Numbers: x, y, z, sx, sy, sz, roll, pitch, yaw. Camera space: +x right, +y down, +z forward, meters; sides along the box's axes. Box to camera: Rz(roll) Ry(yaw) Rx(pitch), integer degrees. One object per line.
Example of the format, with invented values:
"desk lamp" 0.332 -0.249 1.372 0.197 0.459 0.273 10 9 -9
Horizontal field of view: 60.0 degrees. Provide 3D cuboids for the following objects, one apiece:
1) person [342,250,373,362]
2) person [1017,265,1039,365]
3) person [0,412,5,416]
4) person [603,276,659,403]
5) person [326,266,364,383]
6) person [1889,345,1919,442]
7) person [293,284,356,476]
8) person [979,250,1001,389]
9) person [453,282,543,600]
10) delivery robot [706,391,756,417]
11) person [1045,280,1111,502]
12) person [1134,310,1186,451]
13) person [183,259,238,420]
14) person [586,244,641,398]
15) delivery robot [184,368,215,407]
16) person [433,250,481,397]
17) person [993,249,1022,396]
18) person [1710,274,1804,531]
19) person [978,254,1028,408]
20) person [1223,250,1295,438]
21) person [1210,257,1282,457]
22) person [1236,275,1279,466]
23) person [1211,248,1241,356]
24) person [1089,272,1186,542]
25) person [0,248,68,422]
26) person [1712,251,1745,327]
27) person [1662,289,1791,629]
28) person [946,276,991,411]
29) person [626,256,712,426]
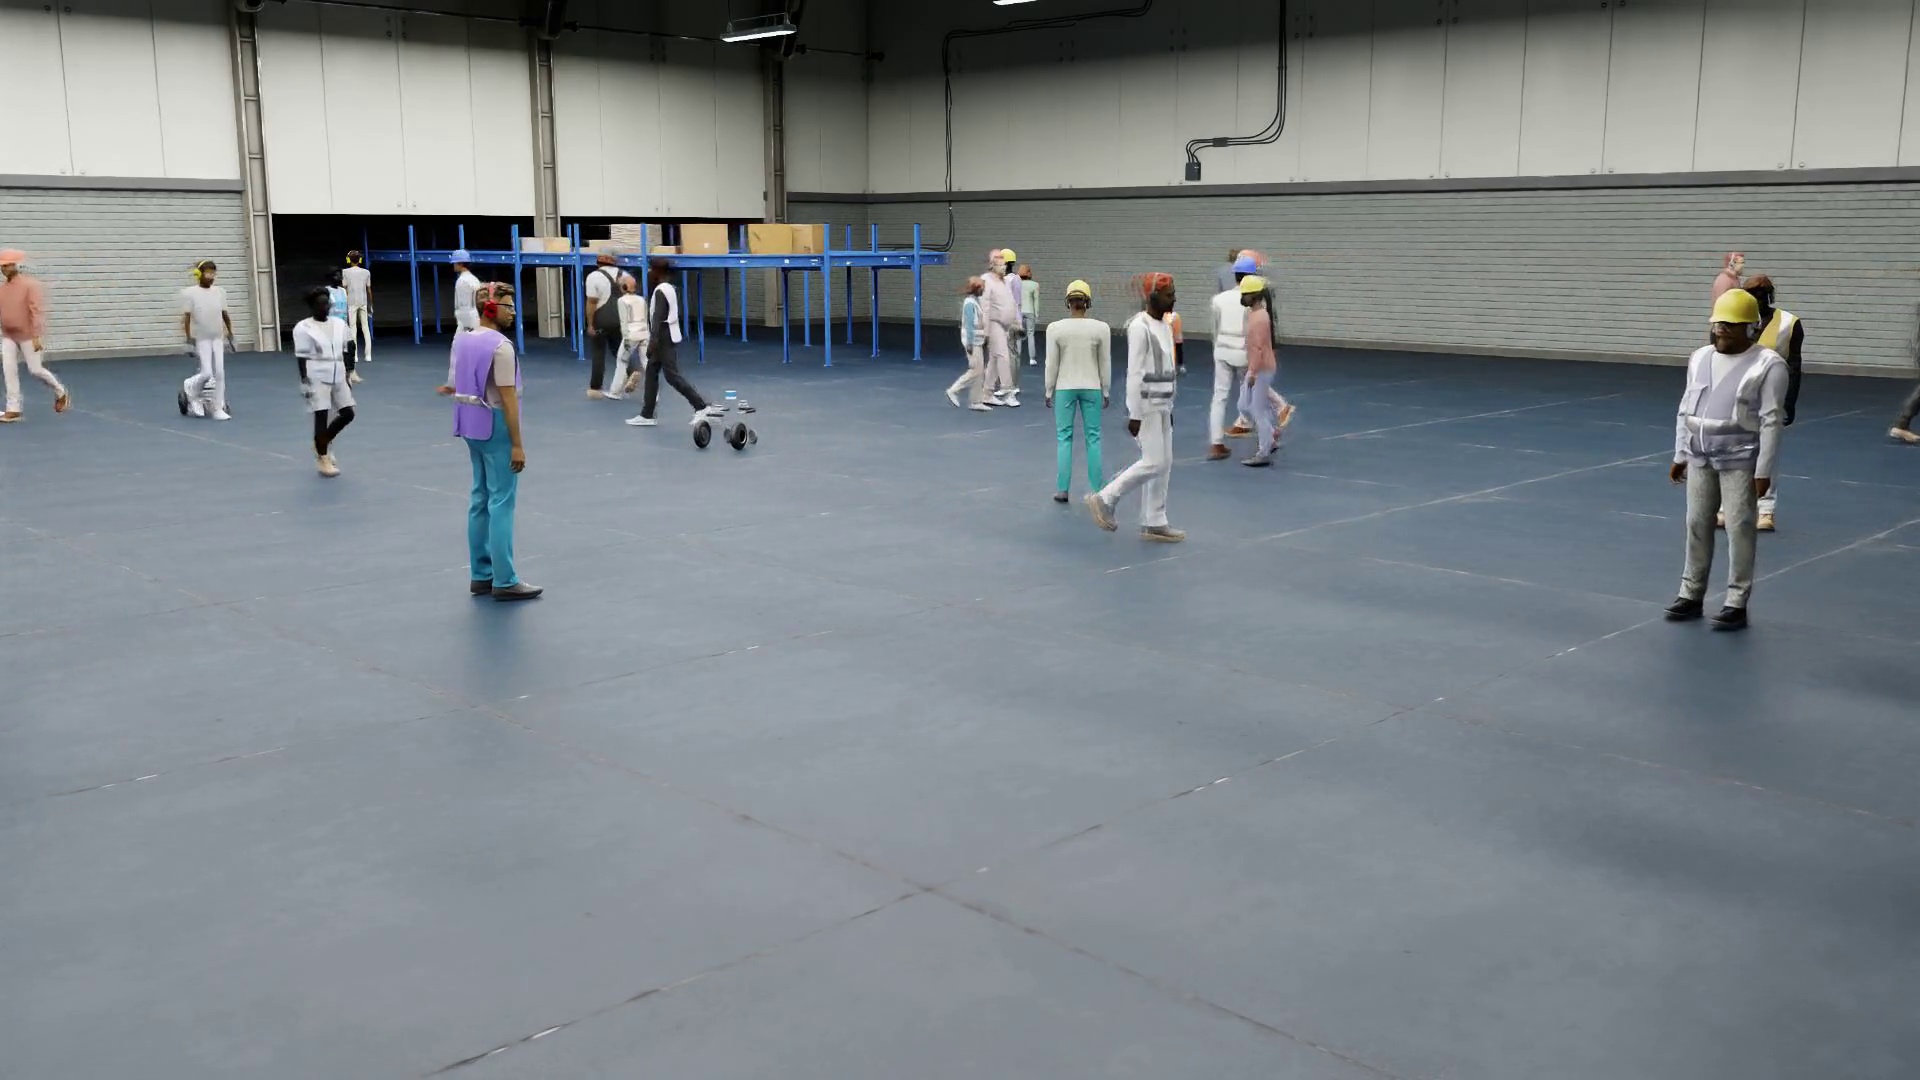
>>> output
"person" -10.144 -3.931 27.965 0.519 1.865 0.317 -8 13 -37
"person" 1.047 -3.687 27.244 0.501 1.631 0.286 1 10 4
"person" -11.475 -2.391 19.434 0.651 1.906 0.401 8 13 38
"person" -4.179 -2.539 21.114 0.839 1.586 0.525 6 12 31
"person" -8.768 -3.026 23.532 0.627 1.680 0.537 4 11 23
"person" 9.932 -1.872 16.877 0.798 1.817 0.533 3 11 14
"person" -5.643 -1.416 14.724 0.413 1.680 0.546 7 12 33
"person" 0.547 -3.068 23.137 0.573 1.894 0.960 6 12 31
"person" -2.746 -0.580 9.737 0.373 1.838 0.571 -10 14 -42
"delivery robot" -2.317 -1.393 16.830 0.335 0.223 0.698 4 11 21
"person" 0.936 -1.184 13.260 0.530 1.757 0.338 0 10 -1
"person" 1.999 -1.728 16.481 0.538 1.648 0.858 10 14 42
"person" -8.680 -2.317 19.231 0.479 1.846 0.540 8 13 39
"person" -4.568 -2.868 21.786 0.786 2.000 0.695 10 14 43
"delivery robot" -8.962 -1.790 19.701 0.477 0.478 0.707 -6 12 -31
"person" -6.518 -2.821 21.757 0.904 1.906 0.645 1 10 3
"person" 0.631 -2.875 22.012 0.367 1.928 0.584 3 11 18
"person" 5.713 -0.993 12.023 0.629 1.838 0.429 6 12 29
"person" 0.518 -2.596 20.611 0.625 1.882 0.685 5 11 25
"person" 3.194 -2.082 17.586 0.816 1.970 0.636 -2 11 -12
"person" 2.730 -1.762 16.019 0.623 1.892 1.008 8 13 39
"person" 2.715 -1.557 15.315 0.394 1.748 0.558 0 10 1
"person" 4.577 -3.985 28.183 0.635 1.902 0.986 9 13 39
"person" 1.266 -0.916 11.518 0.561 1.869 0.583 5 11 25
"person" -10.771 -2.371 19.157 0.616 1.974 0.837 2 11 11
"person" 9.849 -2.736 21.321 0.403 1.904 0.651 6 12 31
"person" 4.146 -0.441 9.027 0.403 1.829 0.593 -6 12 -28
"person" 0.123 -2.361 20.038 0.441 1.626 0.527 2 11 10
"person" -3.257 -2.219 18.545 0.925 1.888 0.589 -1 10 -8
